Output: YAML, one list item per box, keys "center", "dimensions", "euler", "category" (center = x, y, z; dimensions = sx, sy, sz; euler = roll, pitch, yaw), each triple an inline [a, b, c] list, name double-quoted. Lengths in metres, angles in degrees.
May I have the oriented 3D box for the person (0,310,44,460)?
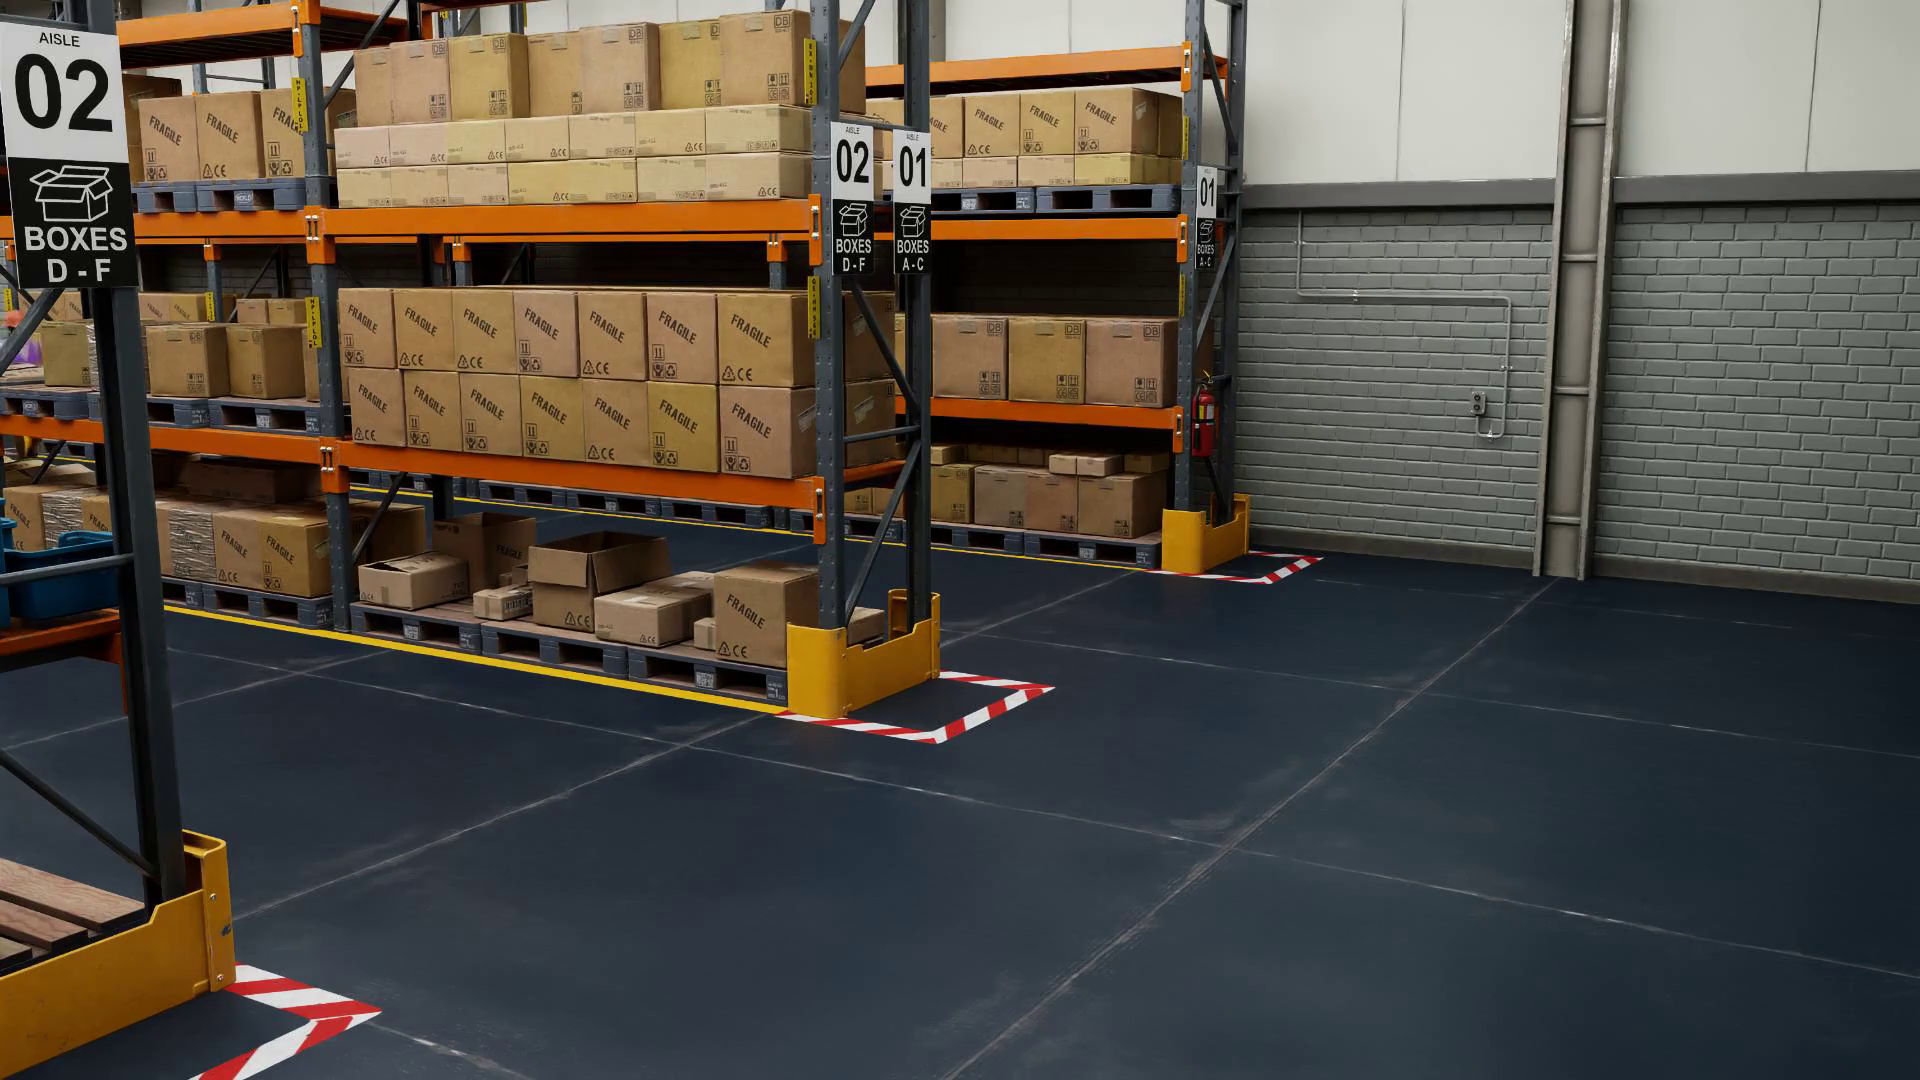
- center: [-10.777, -1.685, 19.144]
  dimensions: [0.423, 1.919, 0.567]
  euler: [6, 12, 33]
  category: "person"
